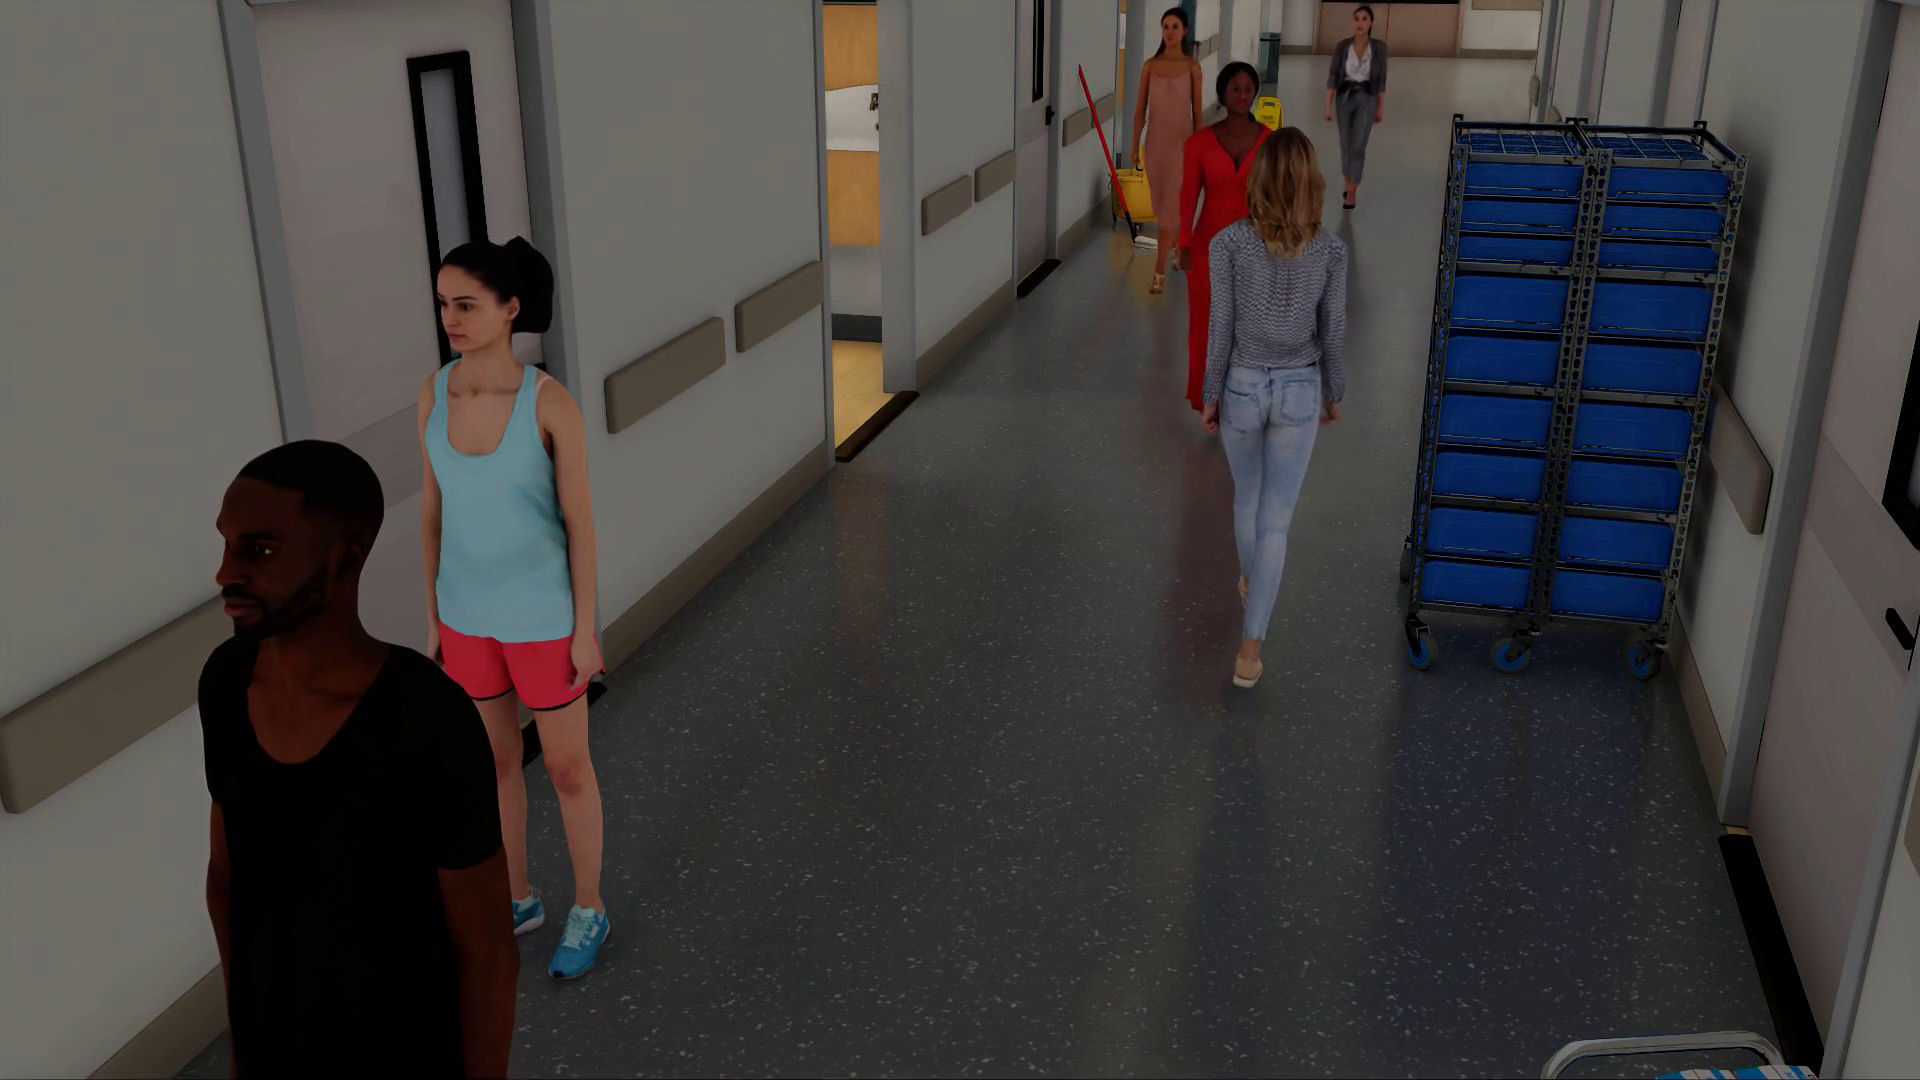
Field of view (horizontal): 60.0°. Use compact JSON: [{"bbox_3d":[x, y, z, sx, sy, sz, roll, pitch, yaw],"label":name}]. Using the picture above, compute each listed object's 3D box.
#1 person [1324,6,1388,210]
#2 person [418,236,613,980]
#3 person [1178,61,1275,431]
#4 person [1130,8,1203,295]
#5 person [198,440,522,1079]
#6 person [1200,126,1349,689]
[{"bbox_3d":[3.379,-3.663,14.183,0.684,1.633,1.114,7,22,18],"label":"person"},{"bbox_3d":[-1.021,0.190,3.824,0.598,1.764,0.545,6,22,17],"label":"person"},{"bbox_3d":[1.253,-1.332,7.862,0.781,1.751,1.138,1,21,3],"label":"person"},{"bbox_3d":[1.413,-2.581,11.091,0.697,1.798,1.130,9,22,22],"label":"person"},{"bbox_3d":[-0.824,0.724,2.357,0.674,1.805,0.579,9,23,23],"label":"person"},{"bbox_3d":[0.998,-0.373,5.347,0.676,1.738,1.209,4,21,9],"label":"person"}]
